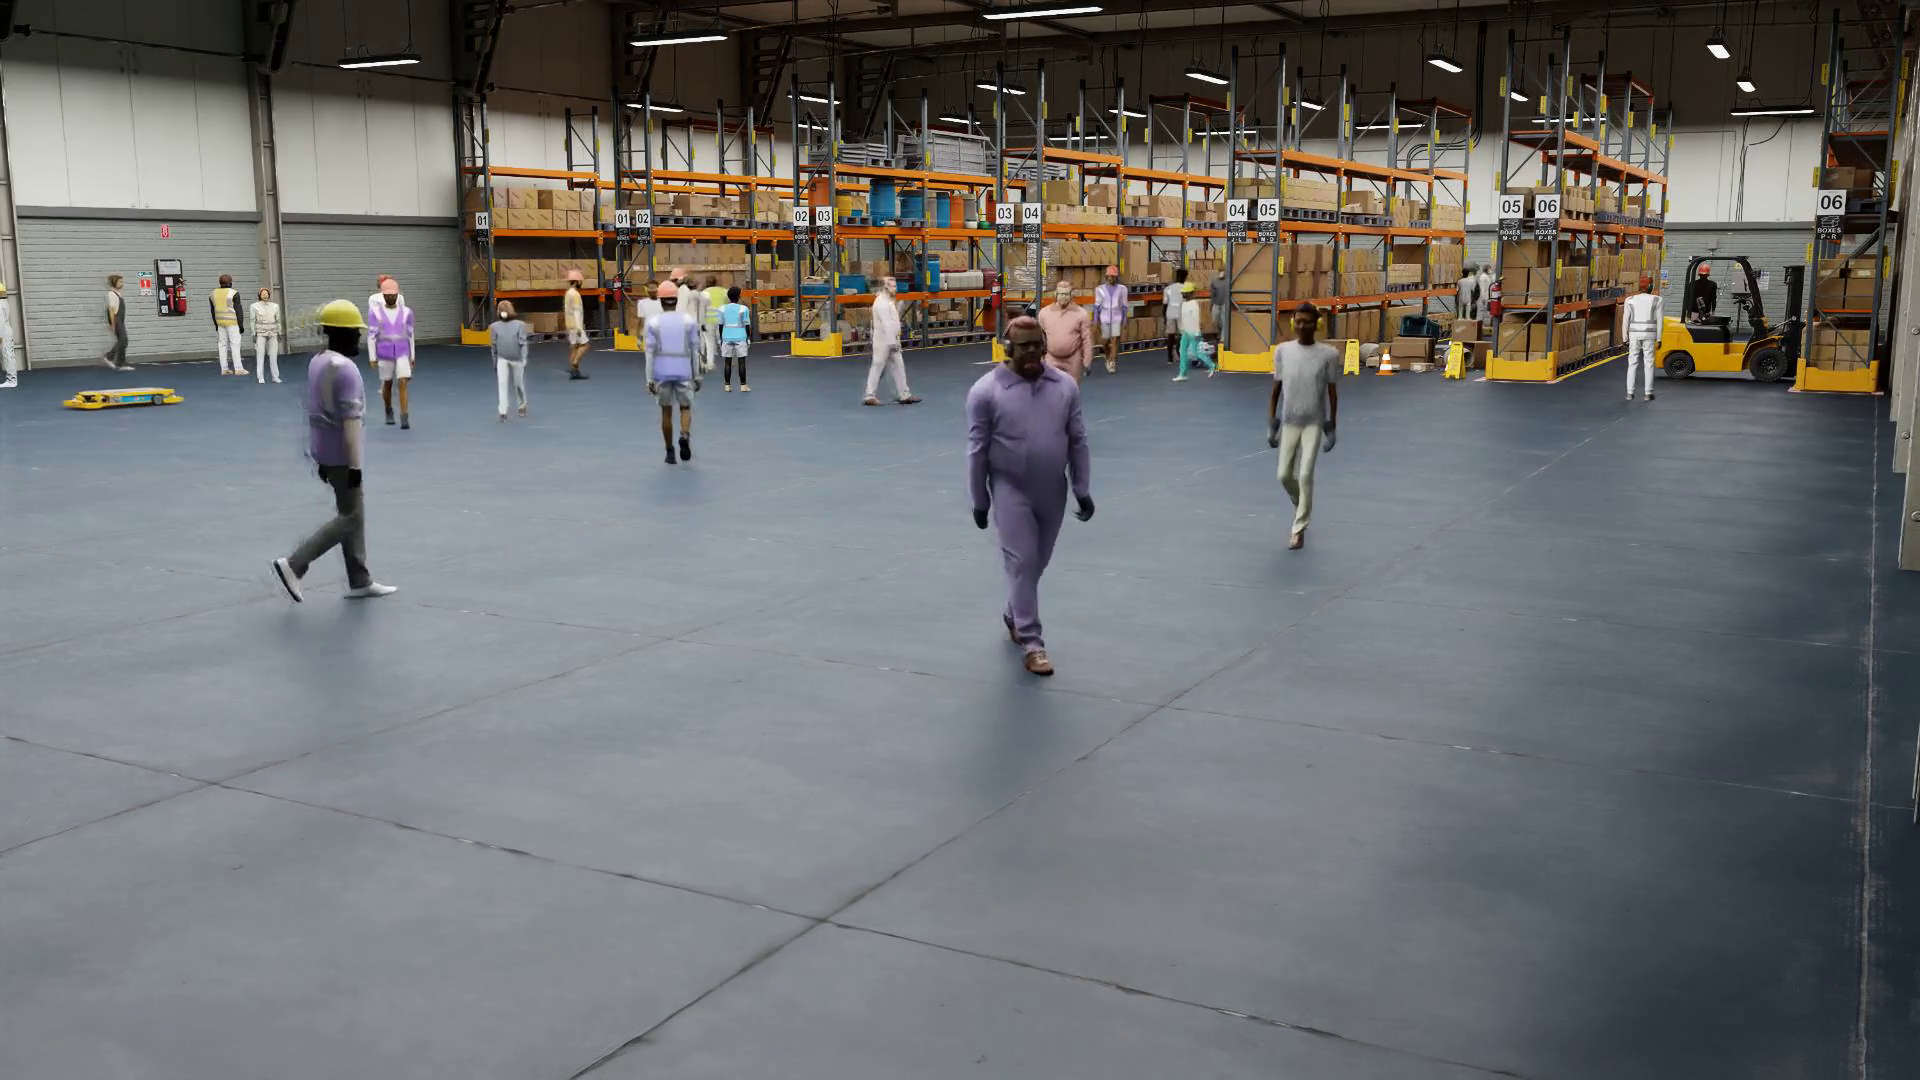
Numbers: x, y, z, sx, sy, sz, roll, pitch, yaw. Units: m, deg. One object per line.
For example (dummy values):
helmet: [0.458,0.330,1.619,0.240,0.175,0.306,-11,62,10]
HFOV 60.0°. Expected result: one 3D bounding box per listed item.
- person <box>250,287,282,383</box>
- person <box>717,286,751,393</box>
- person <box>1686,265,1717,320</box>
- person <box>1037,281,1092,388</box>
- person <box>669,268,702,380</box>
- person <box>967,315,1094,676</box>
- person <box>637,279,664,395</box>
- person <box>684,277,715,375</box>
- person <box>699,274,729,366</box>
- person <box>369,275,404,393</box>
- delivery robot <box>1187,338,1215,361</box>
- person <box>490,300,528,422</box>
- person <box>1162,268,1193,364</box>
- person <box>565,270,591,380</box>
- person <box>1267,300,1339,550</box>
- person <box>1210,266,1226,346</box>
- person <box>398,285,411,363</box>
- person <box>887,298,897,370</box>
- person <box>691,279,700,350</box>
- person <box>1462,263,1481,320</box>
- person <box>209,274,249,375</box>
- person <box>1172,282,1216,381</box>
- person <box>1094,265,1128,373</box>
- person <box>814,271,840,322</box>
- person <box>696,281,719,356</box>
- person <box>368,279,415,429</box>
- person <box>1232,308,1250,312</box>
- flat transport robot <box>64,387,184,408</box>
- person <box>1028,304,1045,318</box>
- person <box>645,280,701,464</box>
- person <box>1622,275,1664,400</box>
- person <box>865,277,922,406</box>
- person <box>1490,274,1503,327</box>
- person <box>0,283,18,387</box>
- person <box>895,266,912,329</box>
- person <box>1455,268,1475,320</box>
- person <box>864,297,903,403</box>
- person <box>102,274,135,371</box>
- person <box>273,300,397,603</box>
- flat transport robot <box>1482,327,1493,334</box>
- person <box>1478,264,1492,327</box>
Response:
person: [-11.911,-3.509,28.557,0.522,1.640,0.306,-9,13,-43]
person: [-3.592,-3.192,26.533,0.540,1.695,0.317,2,10,9]
person: [16.298,-5.053,36.585,0.609,1.986,0.391,3,10,19]
person: [1.239,-2.144,19.890,0.668,1.895,0.736,1,10,7]
person: [-4.940,-3.761,29.093,0.900,1.952,0.622,-4,10,-21]
person: [0.359,-0.281,8.984,0.635,1.870,0.960,-4,11,-23]
person: [-4.755,-3.134,25.847,0.533,1.818,0.947,-2,10,-12]
person: [-4.902,-3.869,30.212,0.959,1.789,0.657,-5,11,-26]
person: [-4.766,-4.249,32.340,0.640,1.825,0.651,-6,11,-31]
person: [-9.072,-3.260,26.384,0.583,1.882,0.337,-8,13,-40]
delivery robot: [4.734,-3.715,32.659,0.477,0.478,0.707,5,11,28]
person: [-5.999,-2.403,22.187,0.498,1.599,0.824,-1,10,-6]
person: [4.397,-4.509,33.533,0.702,1.939,0.442,4,11,23]
person: [-6.731,-3.771,29.246,0.400,1.926,0.567,-5,11,-27]
person: [2.583,-0.877,12.518,0.535,1.855,0.625,4,11,24]
person: [6.338,-5.662,40.309,0.652,1.928,0.435,6,11,31]
person: [-11.496,-4.380,33.743,0.662,1.610,0.508,-2,10,-11]
person: [-1.374,-4.093,31.809,0.319,1.697,0.533,6,11,29]
person: [-6.176,-5.225,38.607,0.523,1.638,0.311,6,11,32]
person: [14.524,-6.881,47.128,0.806,2.000,0.736,1,10,9]
person: [-13.423,-3.954,30.562,0.629,1.846,0.429,2,10,13]
person: [4.094,-3.643,29.060,0.671,1.738,0.556,-4,10,-20]
person: [2.834,-4.144,31.177,0.620,2.025,0.854,1,10,8]
person: [-3.132,-5.366,38.894,0.589,1.813,0.674,5,11,26]
person: [-5.526,-4.851,36.412,0.524,1.639,0.306,0,10,2]
person: [-7.248,-2.379,21.222,0.563,1.895,0.992,-4,11,-23]
person: [6.632,-5.496,39.216,0.619,1.980,0.455,9,13,43]
flat transport robot: [-12.139,-2.074,24.156,0.652,0.197,1.431,7,12,35]
person: [1.770,-5.257,37.979,0.392,1.919,0.592,-4,11,-24]
person: [-2.989,-1.734,17.334,0.571,1.924,0.541,-2,10,-13]
person: [10.323,-3.051,25.157,0.572,1.885,0.358,6,11,30]
person: [-0.972,-2.878,24.198,0.923,1.871,0.661,2,10,9]
person: [14.976,-6.717,46.214,0.621,2.024,0.424,-9,13,-44]
person: [-15.959,-3.417,27.713,0.299,1.745,0.483,-3,10,-19]
person: [-1.602,-6.499,45.306,0.632,1.909,0.908,8,13,40]
person: [13.549,-6.367,44.657,0.509,1.860,0.333,2,10,13]
person: [-1.116,-2.847,24.814,0.844,1.591,0.506,6,11,30]
person: [-15.940,-4.101,31.474,0.441,1.835,0.511,-3,10,-16]
person: [-3.944,-0.538,10.383,0.715,1.911,0.596,-8,12,-38]
flat transport robot: [14.198,-5.744,45.643,1.431,0.197,0.652,5,11,29]
person: [15.136,-6.975,47.974,0.372,1.940,0.627,4,11,23]
